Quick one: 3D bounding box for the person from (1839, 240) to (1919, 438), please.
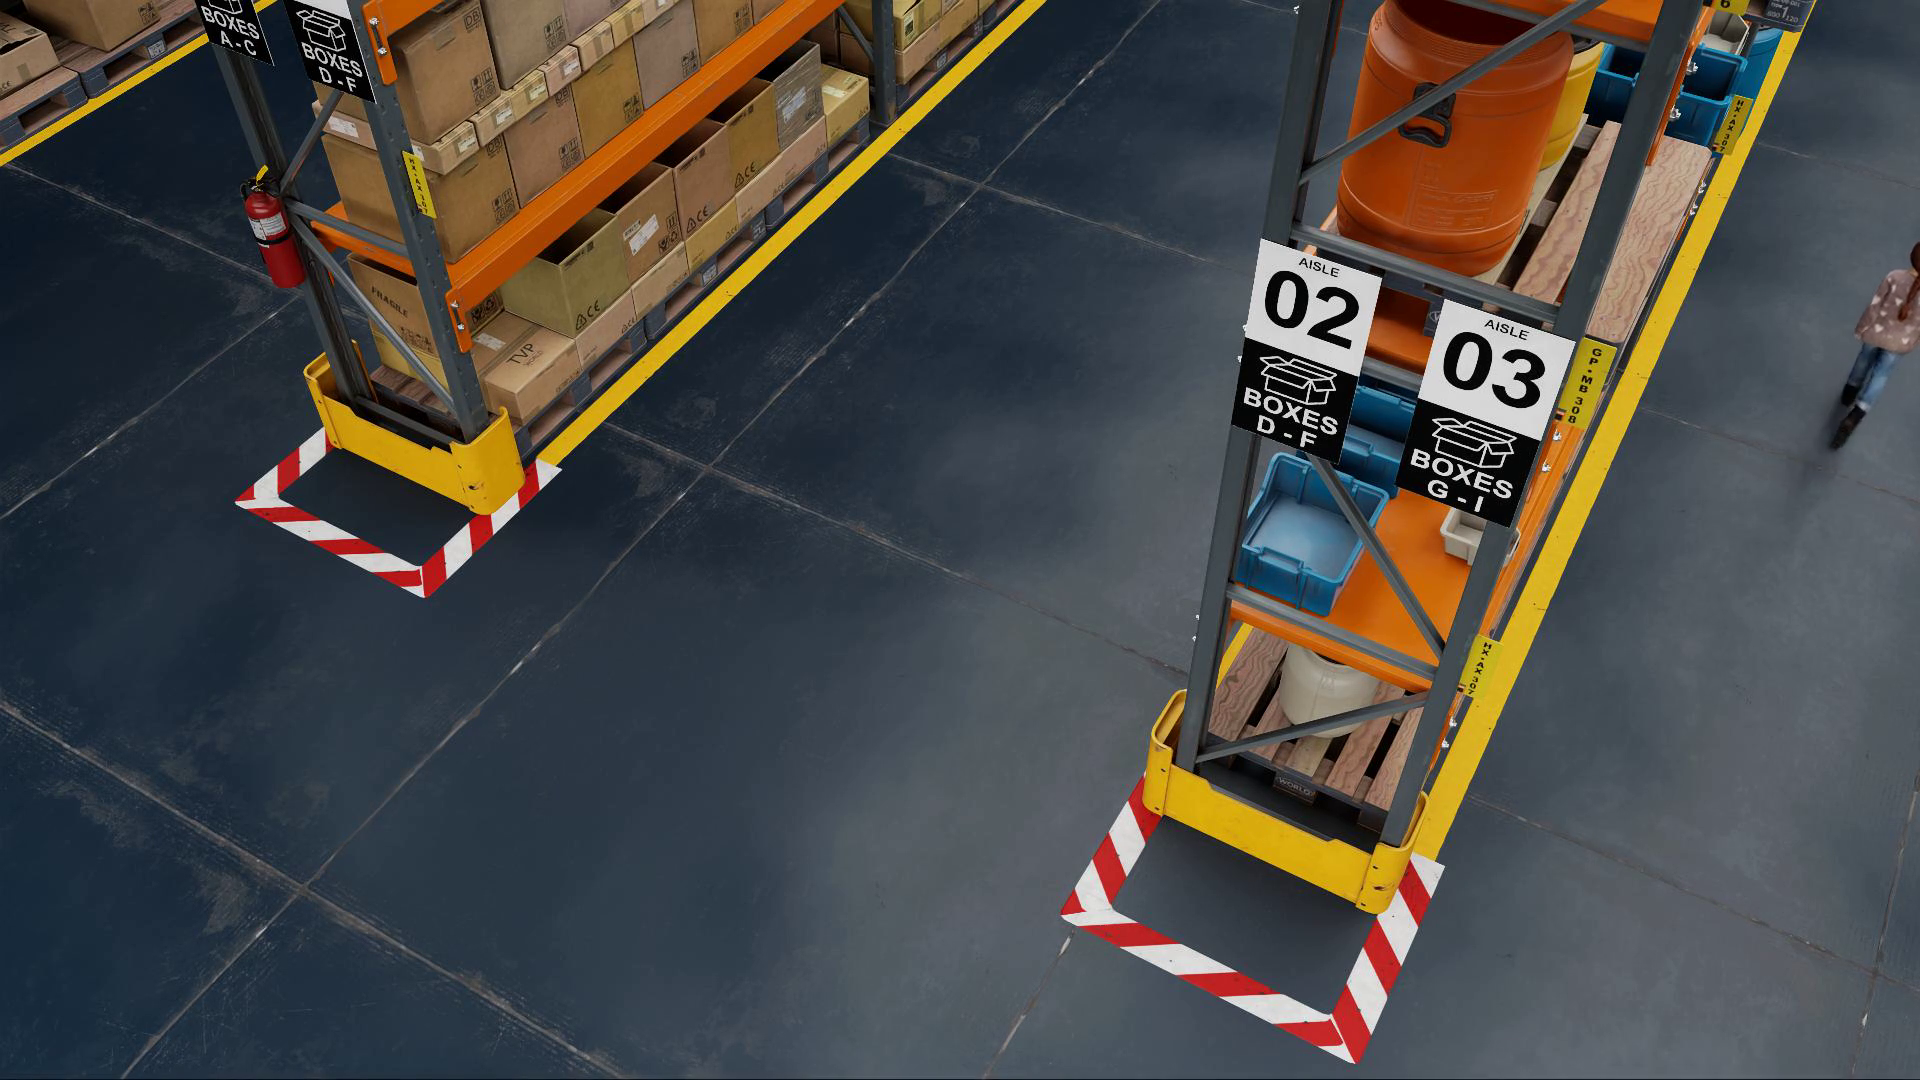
[{"bbox_3d":[4.934,-1.072,8.823,0.540,1.178,0.823,28,53,24],"label":"person"}]
